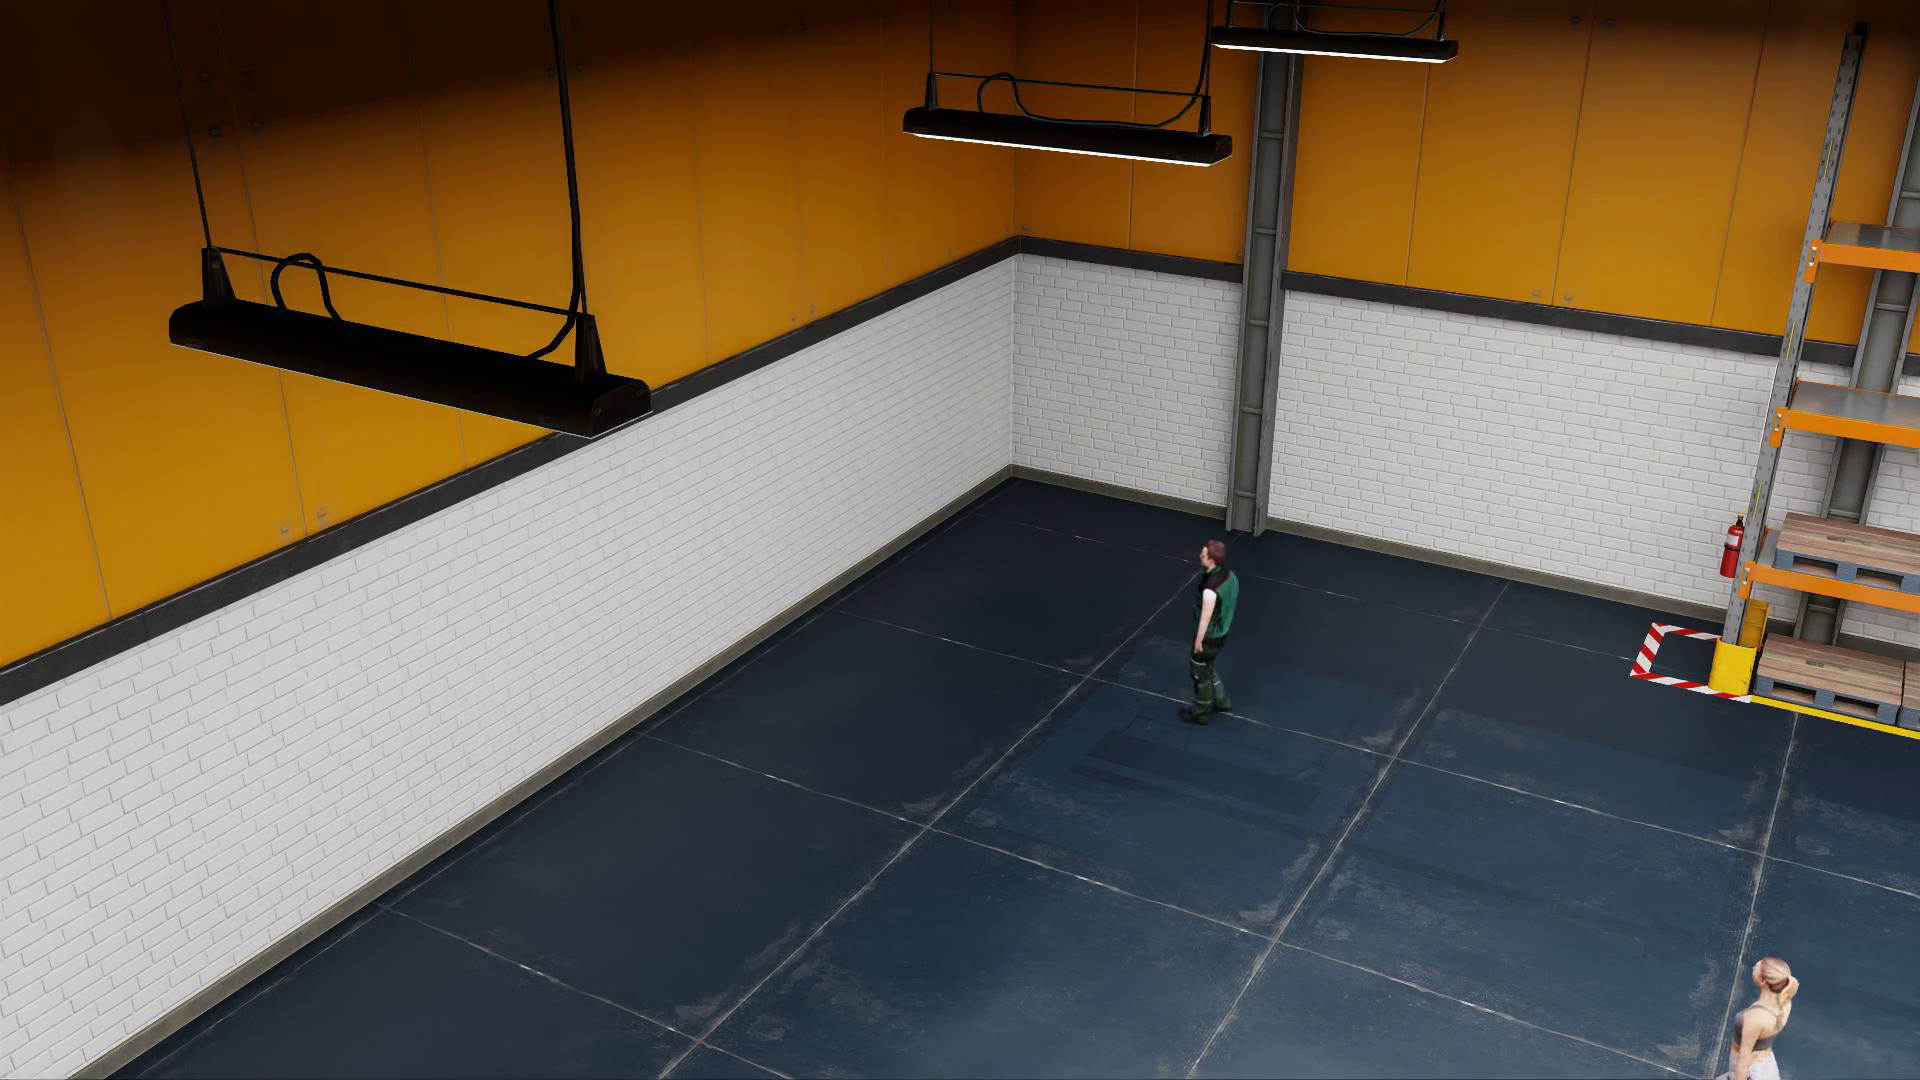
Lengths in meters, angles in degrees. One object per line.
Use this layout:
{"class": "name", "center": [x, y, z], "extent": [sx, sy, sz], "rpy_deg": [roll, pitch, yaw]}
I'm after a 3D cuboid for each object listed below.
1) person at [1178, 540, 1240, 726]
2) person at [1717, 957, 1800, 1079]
{"class": "person", "center": [2.284, 0.845, 14.832], "extent": [0.701, 1.834, 0.665], "rpy_deg": [12, 26, 26]}
{"class": "person", "center": [4.663, 3.202, 9.663], "extent": [0.976, 1.655, 1.206], "rpy_deg": [-13, 27, -27]}
